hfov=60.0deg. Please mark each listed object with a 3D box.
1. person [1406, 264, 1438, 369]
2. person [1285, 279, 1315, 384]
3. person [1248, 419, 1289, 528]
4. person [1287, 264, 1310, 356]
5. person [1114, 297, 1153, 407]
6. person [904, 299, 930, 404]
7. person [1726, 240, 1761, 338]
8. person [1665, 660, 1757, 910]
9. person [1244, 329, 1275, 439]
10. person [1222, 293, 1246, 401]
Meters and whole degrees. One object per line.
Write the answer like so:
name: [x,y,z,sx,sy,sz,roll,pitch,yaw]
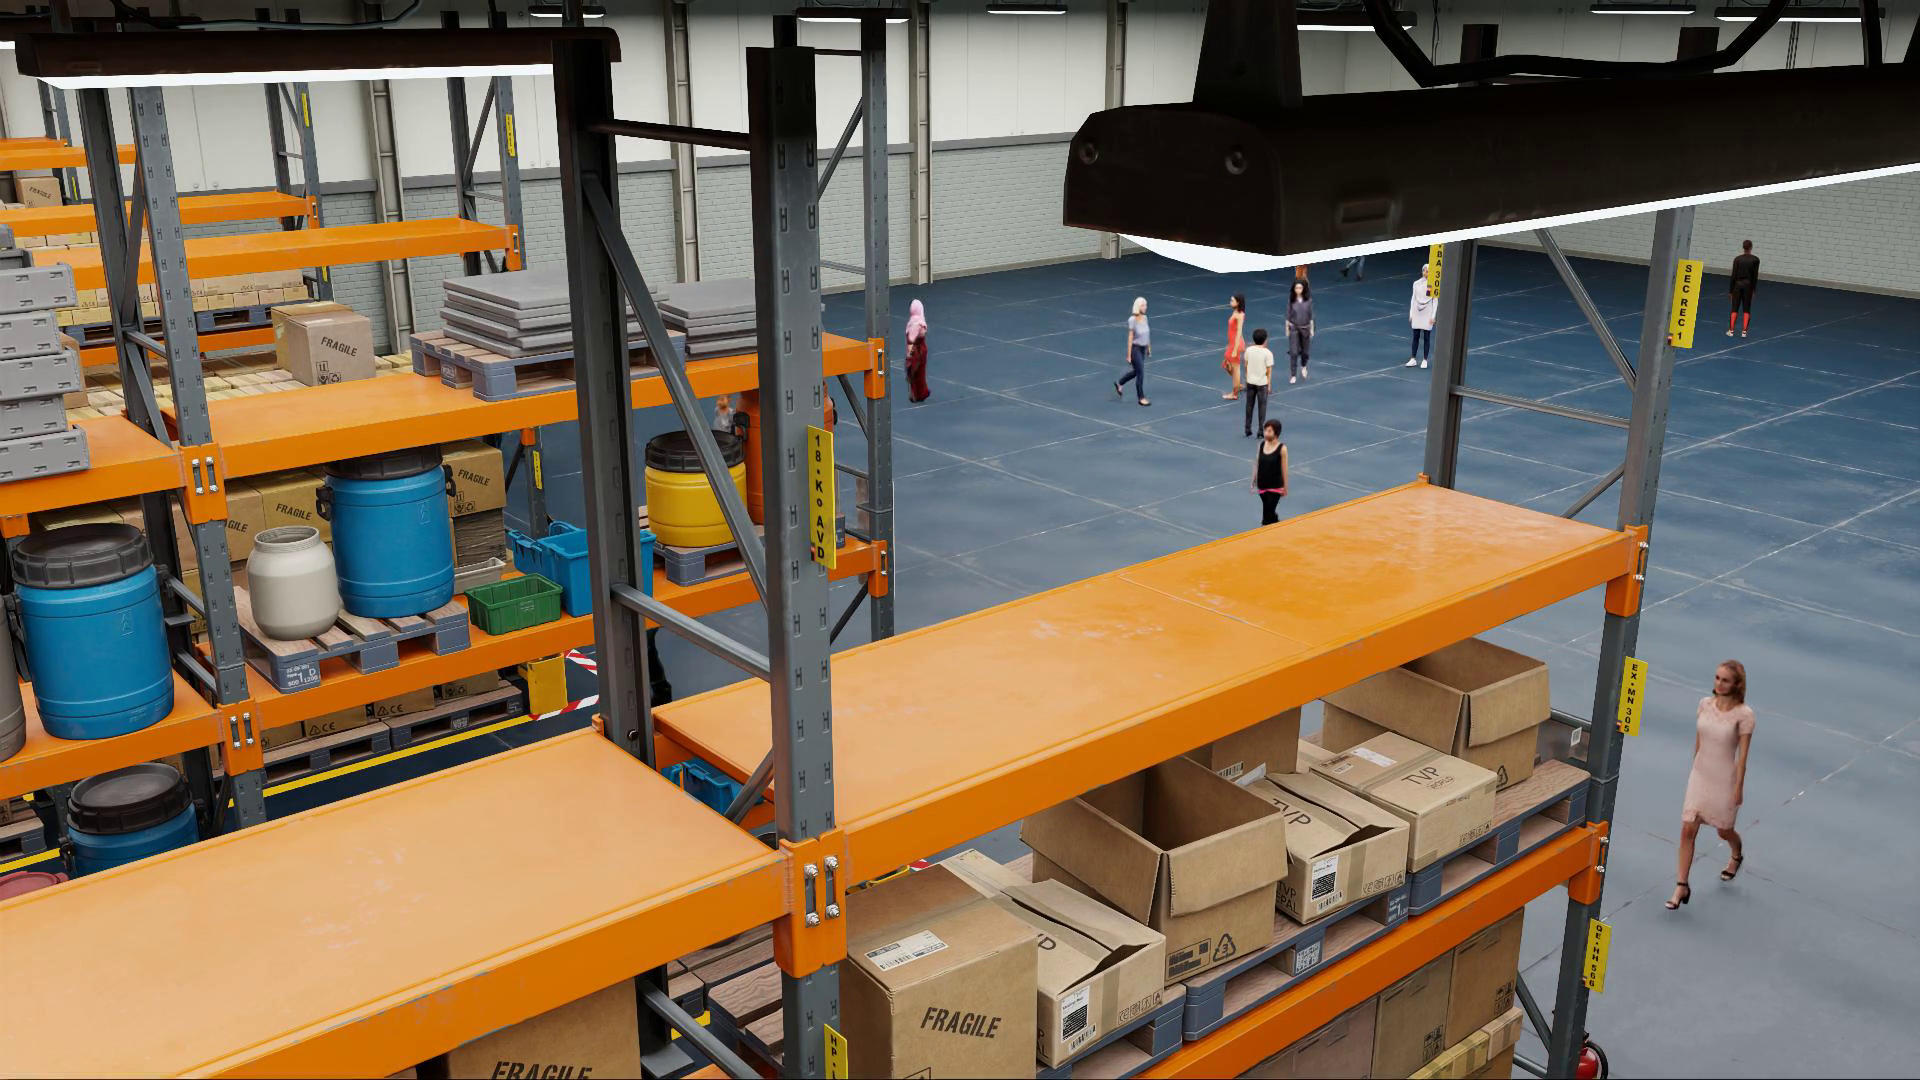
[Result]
person: [7.989,-3.868,28.686,0.671,1.775,0.632,11,21,30]
person: [5.618,-3.458,27.501,0.865,1.728,0.941,3,18,10]
person: [3.633,-0.642,19.197,0.955,1.517,0.578,-16,24,-41]
person: [6.145,-4.146,29.647,0.803,1.708,0.727,4,19,13]
person: [2.719,-2.959,26.021,0.753,1.697,0.969,14,23,37]
person: [-0.602,-2.977,26.162,0.861,1.643,0.789,4,18,11]
person: [14.748,-4.743,31.318,0.706,1.808,0.708,7,19,20]
person: [5.325,1.694,11.577,1.087,1.793,0.653,-12,22,-33]
person: [4.310,-2.269,24.078,0.642,1.588,0.567,12,22,32]
person: [4.432,-3.050,26.274,0.774,1.712,0.734,-2,18,-6]
